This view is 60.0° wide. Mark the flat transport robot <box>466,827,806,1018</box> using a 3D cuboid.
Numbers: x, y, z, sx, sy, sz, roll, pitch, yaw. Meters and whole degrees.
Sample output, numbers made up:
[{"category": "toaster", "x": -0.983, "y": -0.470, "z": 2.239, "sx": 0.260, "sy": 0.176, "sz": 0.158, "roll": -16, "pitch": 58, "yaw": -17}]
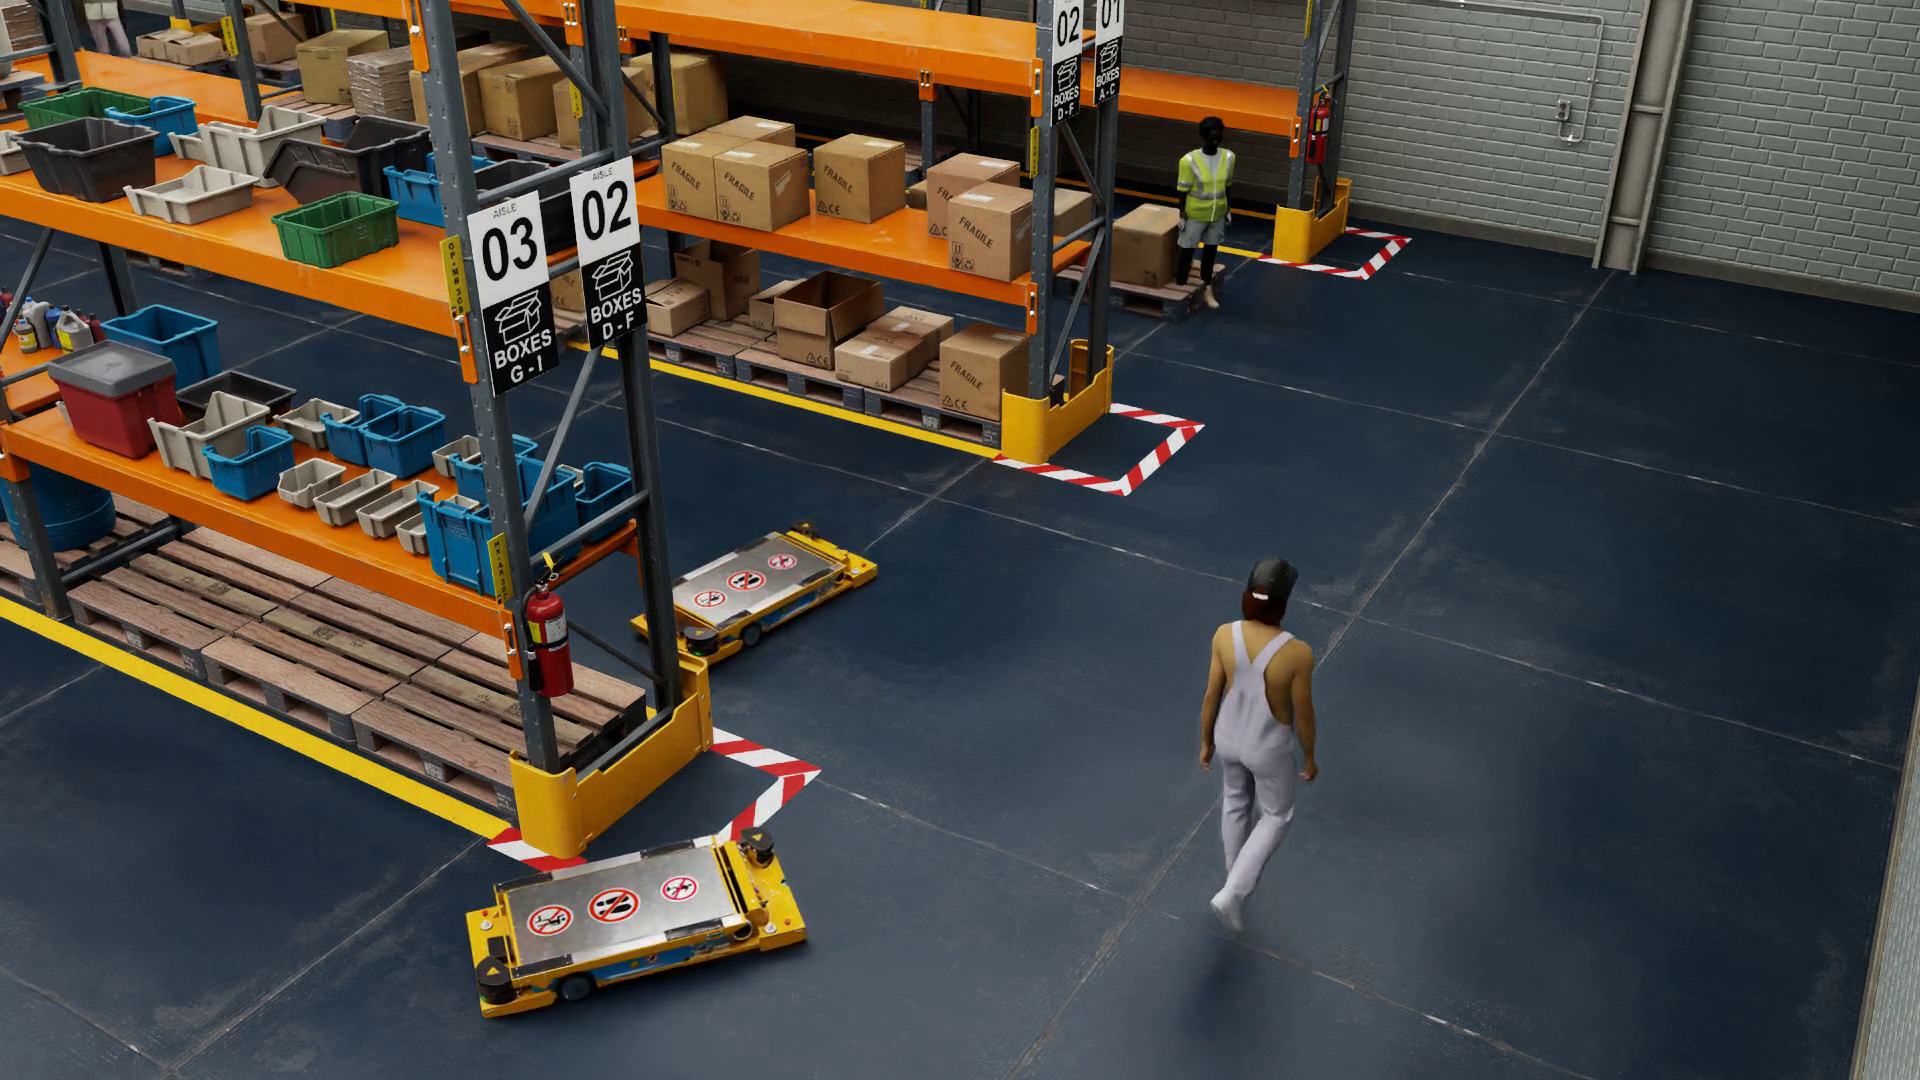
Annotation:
[{"category": "flat transport robot", "x": -1.479, "y": 1.717, "z": 7.552, "sx": 1.431, "sy": 0.231, "sz": 0.659, "roll": -10, "pitch": 31, "yaw": -18}]

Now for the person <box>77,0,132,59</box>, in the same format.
[{"category": "person", "x": -10.498, "y": -6.366, "z": 20.459, "sx": 0.569, "sy": 1.818, "sz": 0.716, "roll": -23, "pitch": 36, "yaw": -34}]

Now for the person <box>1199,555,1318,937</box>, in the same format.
[{"category": "person", "x": 1.296, "y": 0.927, "z": 7.347, "sx": 0.530, "sy": 1.845, "sz": 0.617, "roll": 19, "pitch": 34, "yaw": 30}]

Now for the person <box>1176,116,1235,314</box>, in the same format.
[{"category": "person", "x": 2.074, "y": -2.757, "z": 14.108, "sx": 0.538, "sy": 1.698, "sz": 0.318, "roll": -11, "pitch": 31, "yaw": -19}]

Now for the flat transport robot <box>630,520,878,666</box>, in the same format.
[{"category": "flat transport robot", "x": -1.231, "y": 0.307, "z": 10.083, "sx": 0.659, "sy": 0.231, "sz": 1.431, "roll": 24, "pitch": 37, "yaw": 36}]
